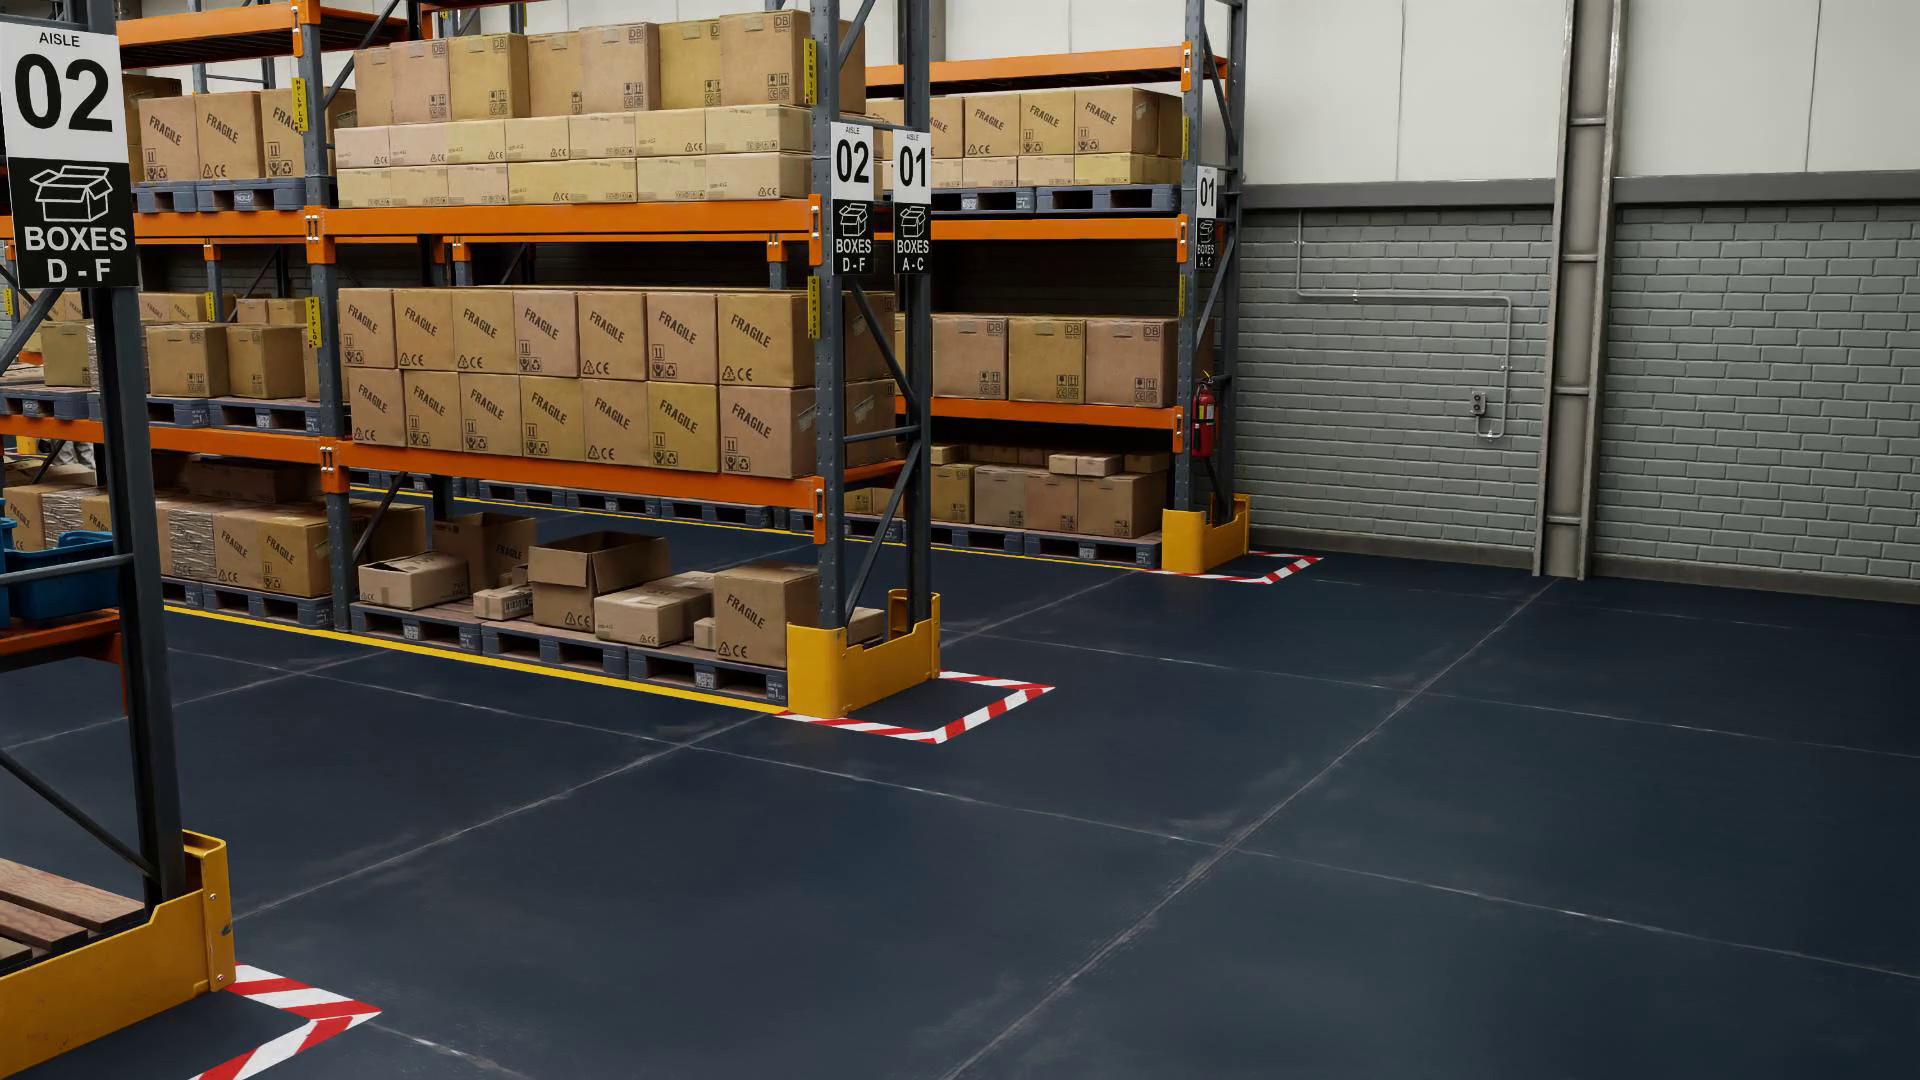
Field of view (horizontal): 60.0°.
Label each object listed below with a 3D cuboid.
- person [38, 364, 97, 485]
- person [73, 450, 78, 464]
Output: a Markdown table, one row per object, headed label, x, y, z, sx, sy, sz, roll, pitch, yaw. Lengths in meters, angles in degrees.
| label | x | y | z | sx | sy | sz | roll | pitch | yaw |
| --- | --- | --- | --- | --- | --- | --- | --- | --- | --- |
| person | -8.091 | -0.978 | 15.123 | 0.338 | 1.882 | 0.582 | 6 | 11 | 31 |
| person | -10.175 | -1.524 | 19.081 | 0.280 | 1.624 | 0.493 | 0 | 10 | -2 |
